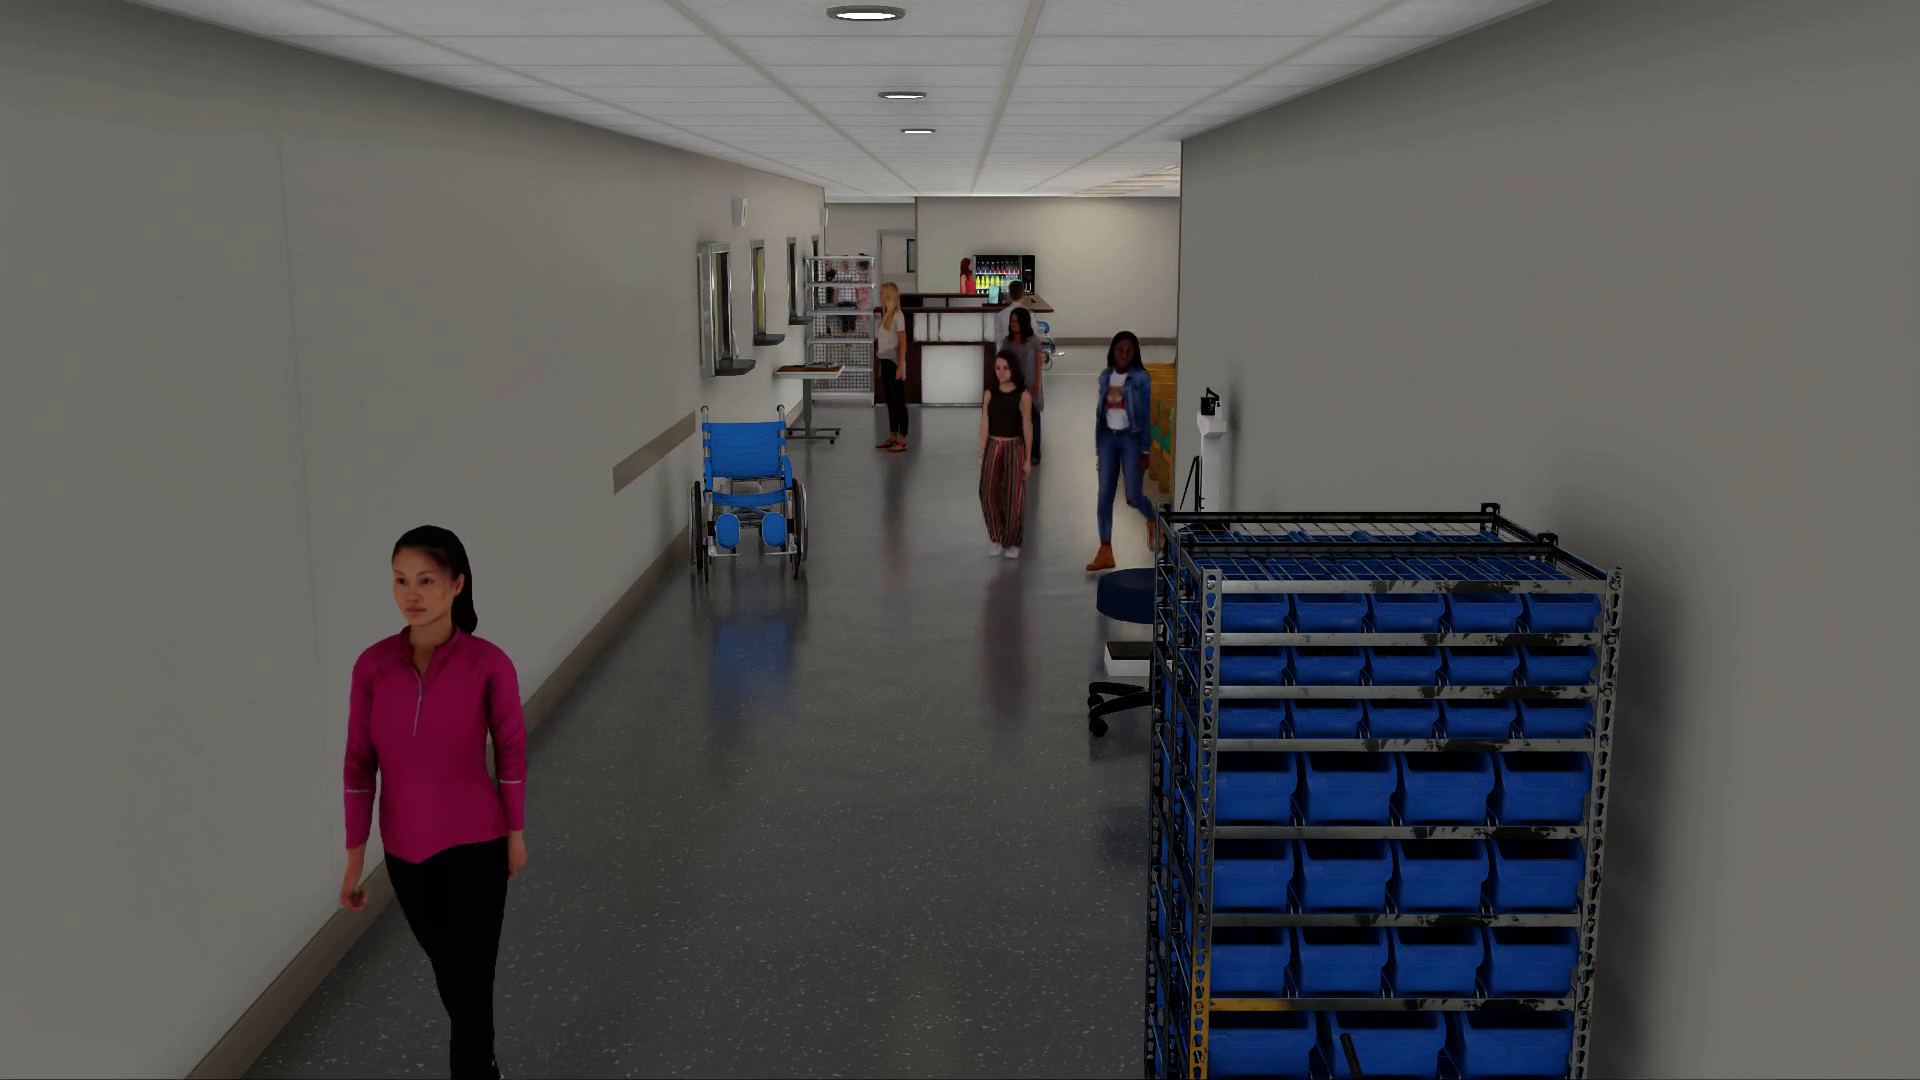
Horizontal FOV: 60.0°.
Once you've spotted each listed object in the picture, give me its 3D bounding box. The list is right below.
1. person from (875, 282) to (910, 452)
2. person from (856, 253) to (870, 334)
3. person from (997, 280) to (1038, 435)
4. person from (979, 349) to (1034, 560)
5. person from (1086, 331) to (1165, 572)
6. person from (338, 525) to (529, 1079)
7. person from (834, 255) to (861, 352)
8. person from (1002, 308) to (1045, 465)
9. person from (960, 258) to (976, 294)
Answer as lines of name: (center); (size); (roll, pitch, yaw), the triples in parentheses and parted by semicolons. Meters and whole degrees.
person: (-0.720, -1.884, 18.088); (0.691, 1.824, 0.694); (-6, 12, -28)
person: (-2.147, -5.584, 37.682); (0.888, 1.787, 0.824); (-9, 14, -40)
person: (0.642, -2.039, 18.942); (0.918, 1.809, 0.914); (5, 12, 23)
person: (0.364, -0.636, 12.239); (0.629, 1.553, 0.723); (3, 11, 15)
person: (1.217, -0.624, 11.790); (0.971, 1.697, 1.003); (10, 14, 41)
person: (-1.332, 0.791, 4.408); (0.944, 1.669, 0.675); (1, 11, 5)
person: (-2.209, -4.613, 32.434); (0.618, 1.838, 0.775); (-2, 11, -10)
person: (0.646, -1.591, 17.129); (0.738, 1.606, 0.813); (6, 12, 28)
person: (0.108, -4.355, 31.100); (0.568, 1.828, 0.634); (2, 11, 11)
